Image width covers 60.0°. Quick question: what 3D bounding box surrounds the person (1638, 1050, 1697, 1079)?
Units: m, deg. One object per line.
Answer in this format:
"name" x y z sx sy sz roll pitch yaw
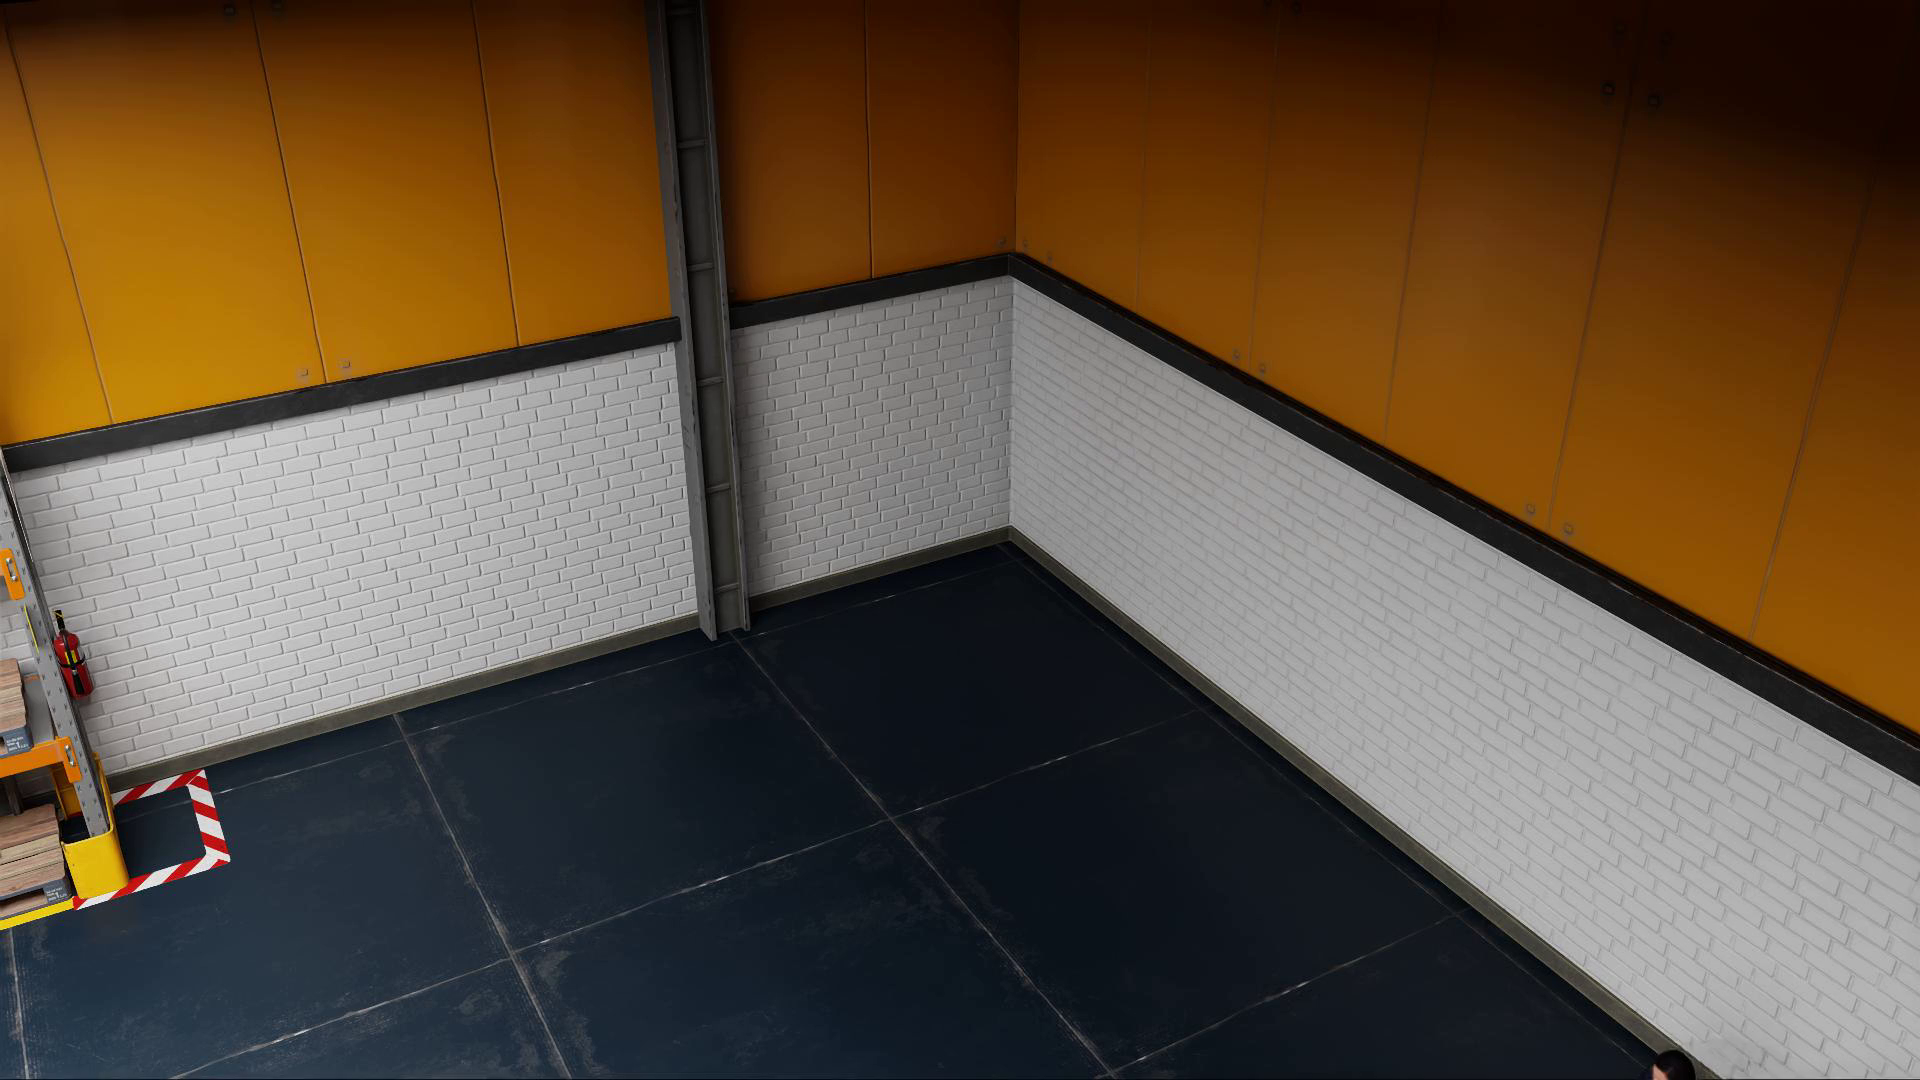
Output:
"person" 3.839 3.360 8.963 1.201 1.676 0.915 -5 29 -8
